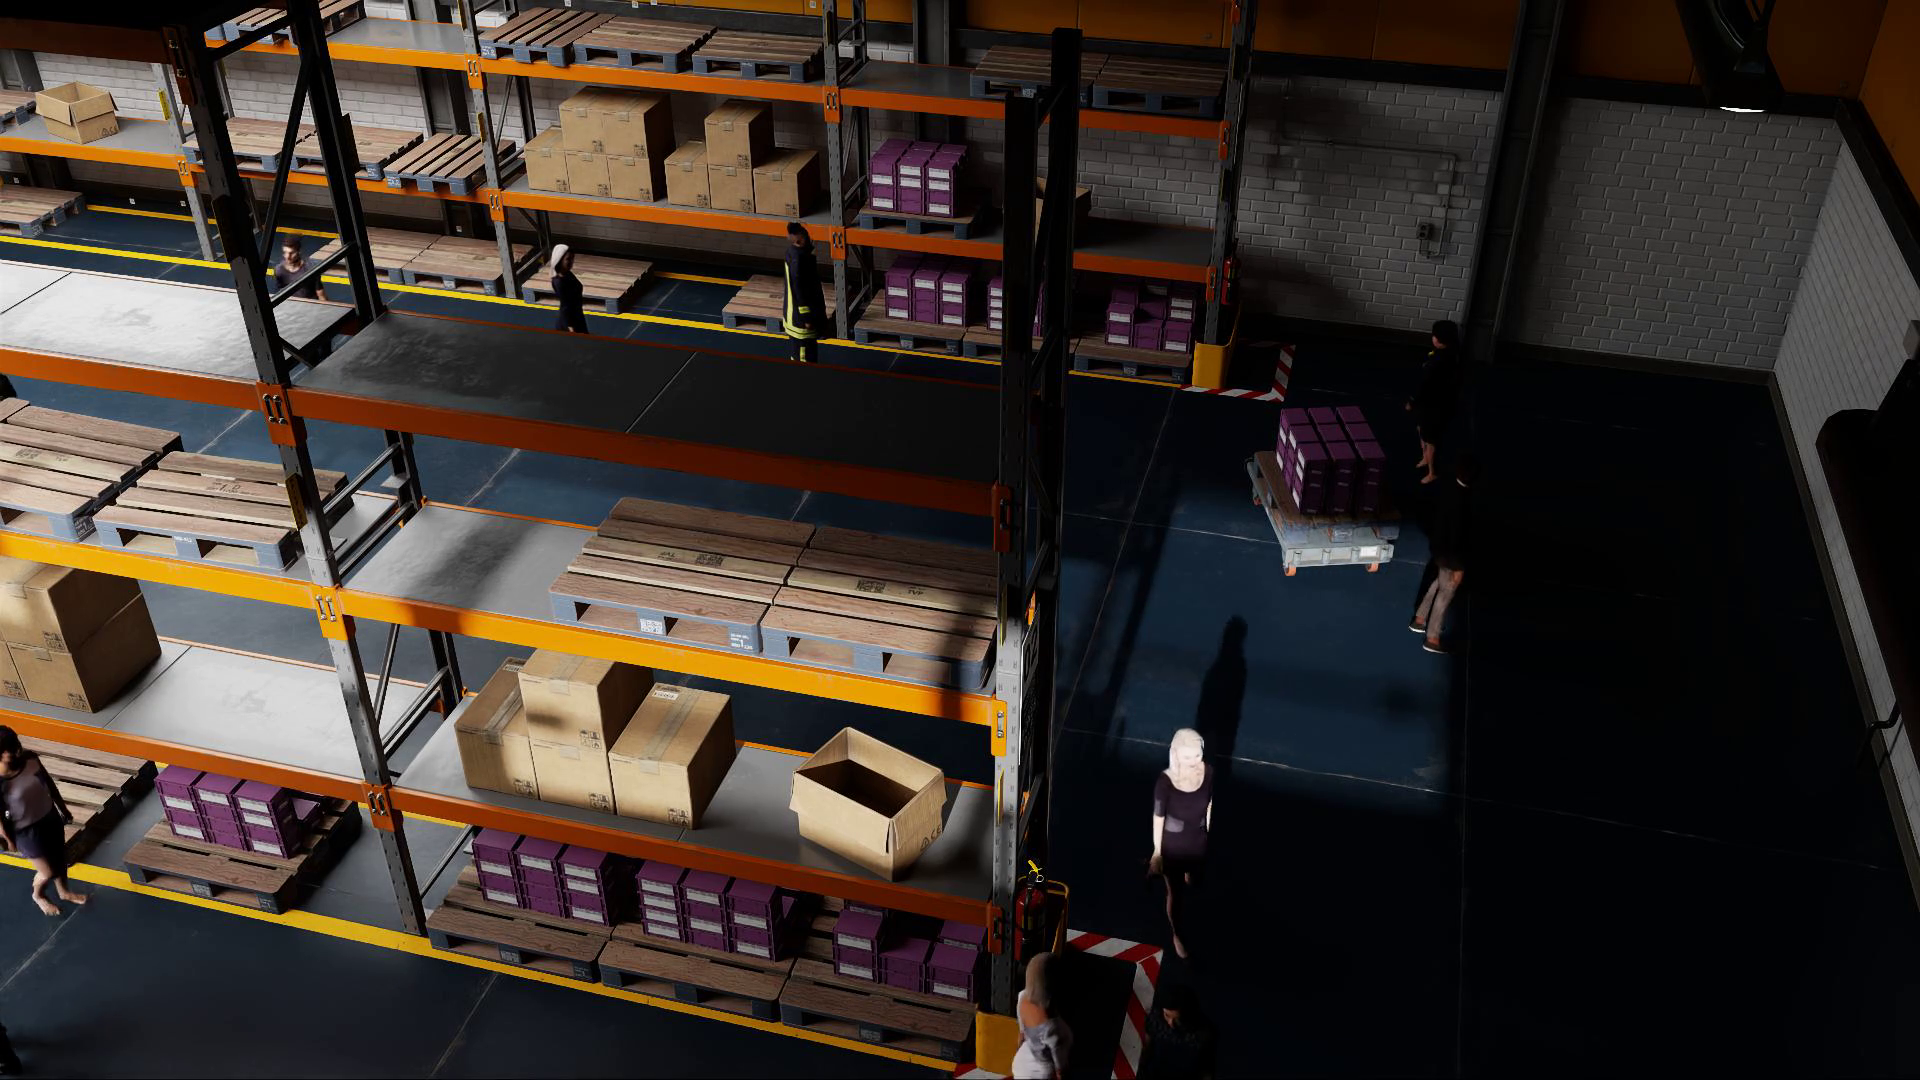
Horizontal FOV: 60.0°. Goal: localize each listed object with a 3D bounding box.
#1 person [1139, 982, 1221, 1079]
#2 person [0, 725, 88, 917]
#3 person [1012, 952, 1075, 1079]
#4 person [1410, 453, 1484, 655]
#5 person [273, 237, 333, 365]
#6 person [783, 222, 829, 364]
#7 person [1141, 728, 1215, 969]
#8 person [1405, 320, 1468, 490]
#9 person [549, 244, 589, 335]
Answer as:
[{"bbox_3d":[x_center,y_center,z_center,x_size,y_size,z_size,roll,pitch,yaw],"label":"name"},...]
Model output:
[{"bbox_3d":[1.183,2.912,9.012,1.007,1.691,0.700,5,34,8],"label":"person"},{"bbox_3d":[-6.077,1.808,10.798,0.542,1.553,0.548,8,34,12],"label":"person"},{"bbox_3d":[0.369,2.950,8.928,1.044,1.722,0.951,-15,37,-22],"label":"person"},{"bbox_3d":[3.847,0.082,13.170,0.637,1.802,0.719,5,34,7],"label":"person"},{"bbox_3d":[-6.527,-2.248,16.719,0.761,1.753,0.820,6,34,9],"label":"person"},{"bbox_3d":[-1.588,-2.354,16.783,0.863,1.860,0.863,-6,34,-9],"label":"person"},{"bbox_3d":[1.340,1.858,10.484,0.955,1.816,0.985,-15,36,-21],"label":"person"},{"bbox_3d":[4.431,-1.186,15.210,0.820,1.654,0.840,-29,43,-36],"label":"person"},{"bbox_3d":[-3.863,-2.118,16.530,0.664,1.747,0.667,-2,34,-3],"label":"person"}]
